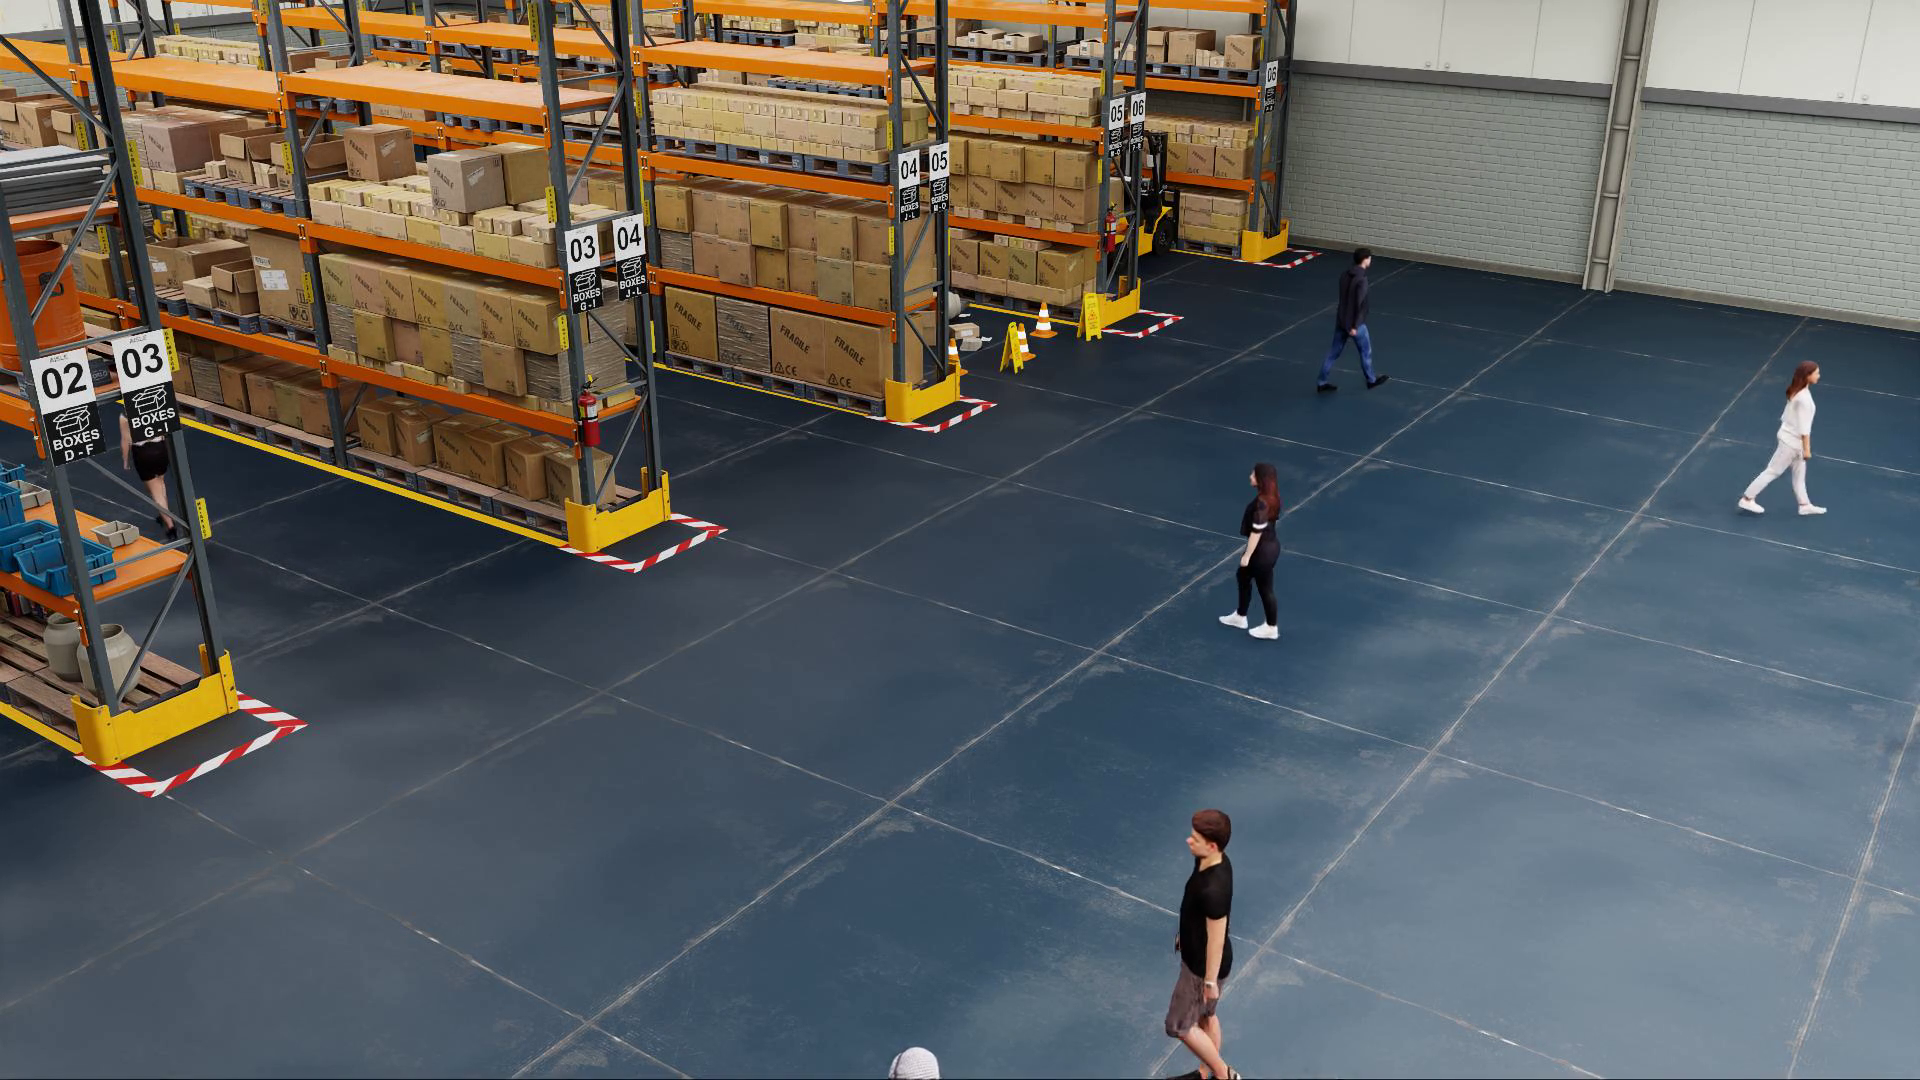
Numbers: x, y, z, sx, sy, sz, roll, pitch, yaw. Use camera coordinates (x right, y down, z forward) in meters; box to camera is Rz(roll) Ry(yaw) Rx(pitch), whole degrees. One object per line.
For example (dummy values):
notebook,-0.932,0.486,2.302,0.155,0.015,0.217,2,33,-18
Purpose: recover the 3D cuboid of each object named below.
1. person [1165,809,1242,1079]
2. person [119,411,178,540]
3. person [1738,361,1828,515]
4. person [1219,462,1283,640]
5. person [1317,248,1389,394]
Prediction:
person,1.418,2.278,9.053,0.831,1.852,0.794,2,23,5
person,-7.993,-0.763,16.492,0.863,1.627,0.669,21,31,40
person,8.441,-1.010,17.045,1.167,1.648,0.875,6,24,13
person,2.698,0.113,14.435,0.848,1.624,0.723,8,24,17
person,4.790,-2.690,20.763,1.149,1.830,1.230,-10,25,-21
